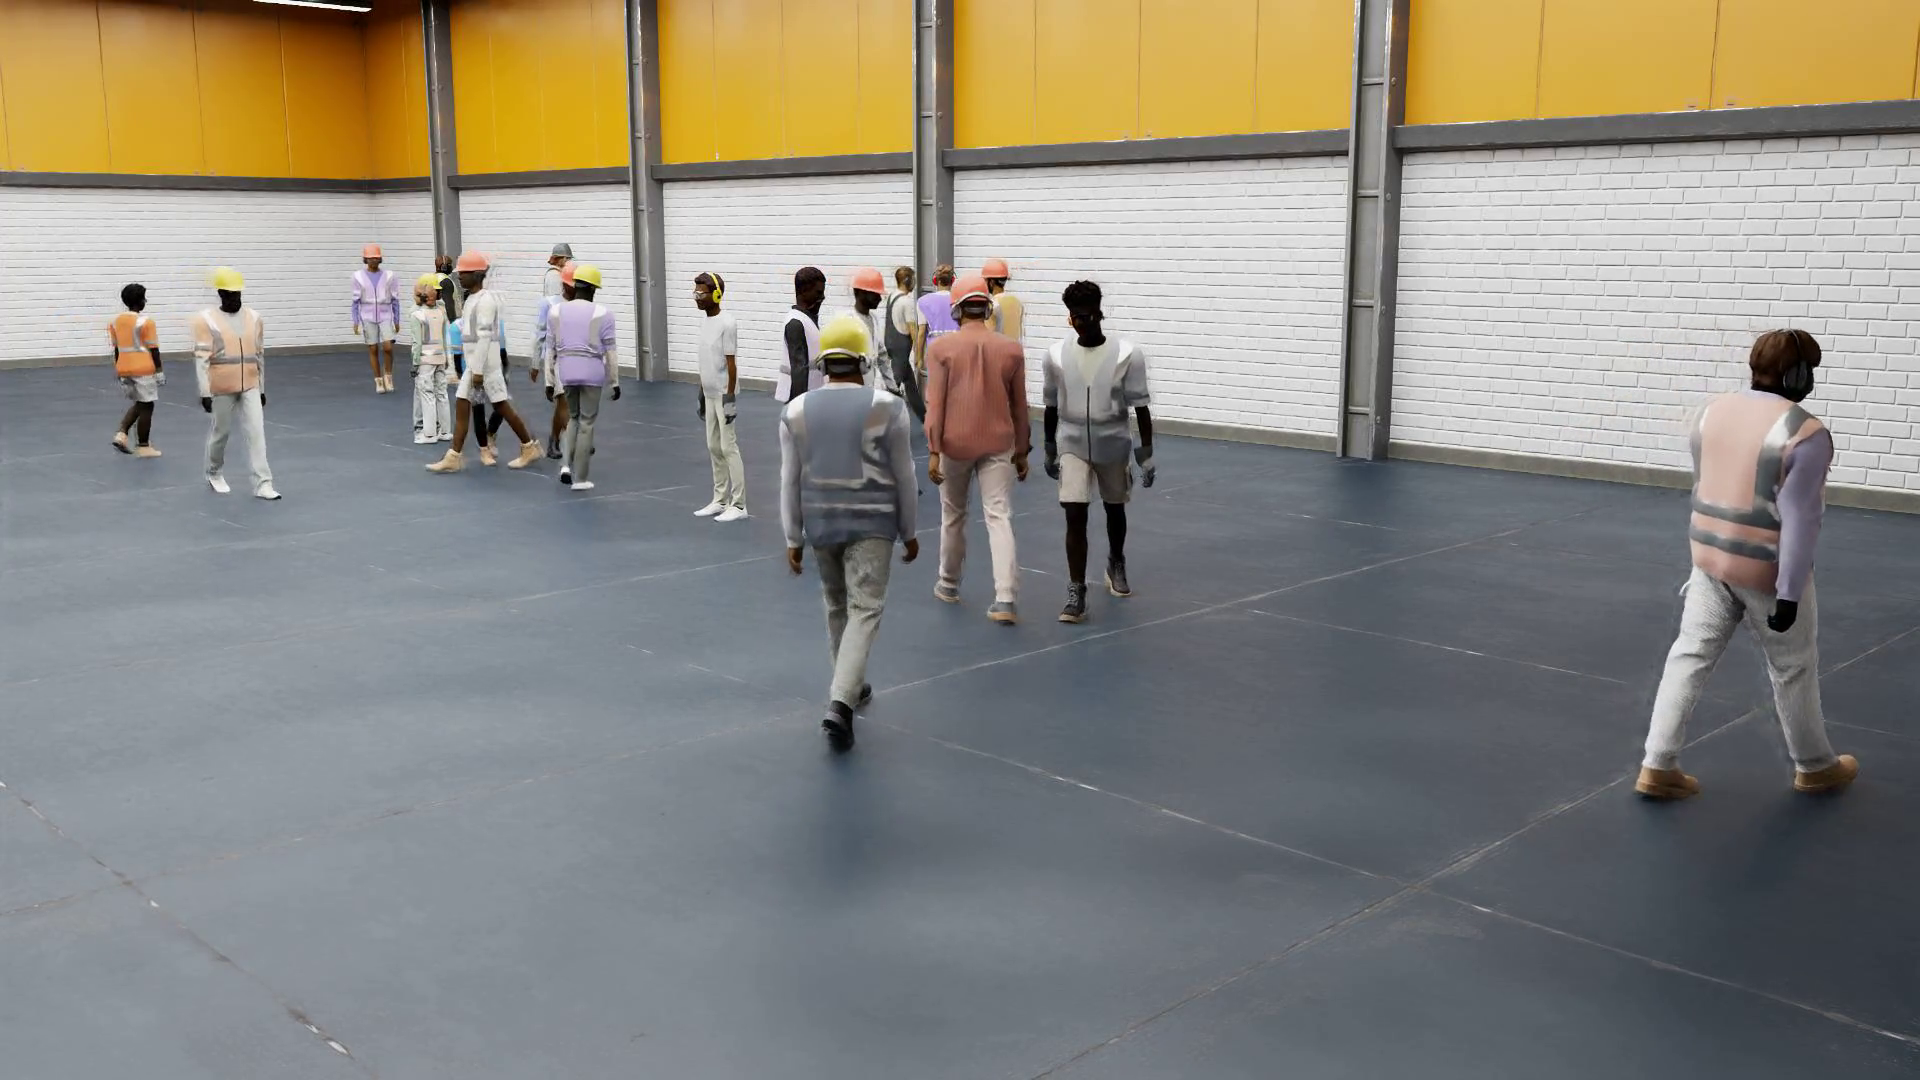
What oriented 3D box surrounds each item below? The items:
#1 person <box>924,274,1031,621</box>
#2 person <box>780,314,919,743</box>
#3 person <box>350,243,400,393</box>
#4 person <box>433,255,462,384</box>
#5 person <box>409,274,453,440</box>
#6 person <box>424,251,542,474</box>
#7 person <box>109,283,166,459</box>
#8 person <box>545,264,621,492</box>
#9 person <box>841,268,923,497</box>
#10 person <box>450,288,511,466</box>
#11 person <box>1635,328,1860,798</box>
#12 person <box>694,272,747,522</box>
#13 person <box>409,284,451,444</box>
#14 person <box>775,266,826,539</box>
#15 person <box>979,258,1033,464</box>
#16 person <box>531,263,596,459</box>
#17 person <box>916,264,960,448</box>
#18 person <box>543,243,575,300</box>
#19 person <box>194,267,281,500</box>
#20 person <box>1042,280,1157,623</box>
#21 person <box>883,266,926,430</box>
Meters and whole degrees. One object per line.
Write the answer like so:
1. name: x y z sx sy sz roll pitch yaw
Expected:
1. person: 0.113 -0.528 9.386 0.648 1.922 0.988 -3 11 -14
2. person: -0.492 -0.059 7.133 0.580 1.804 0.886 3 11 16
3. person: -7.842 -2.959 22.333 0.624 2.018 0.675 -4 11 -22
4. person: -7.415 -3.180 24.028 0.429 1.844 0.627 -8 13 -36
5. person: -5.507 -1.897 17.328 0.332 1.735 0.482 4 11 23
6. person: -4.294 -1.596 14.983 1.050 1.999 0.619 -7 12 -32
7. person: -7.827 -1.601 15.863 0.535 1.688 0.367 5 11 25
8. person: -3.156 -1.351 13.915 0.597 1.893 0.476 2 11 12
9. person: -0.795 -1.214 13.247 1.024 1.880 0.559 4 11 19
10. person: -4.429 -1.511 15.369 0.565 1.670 0.450 -8 13 -36
11. person: 3.000 0.103 6.272 0.953 1.799 0.634 -4 11 -22
12. person: -1.821 -1.068 12.478 0.330 1.861 0.506 -8 13 -36
13. person: -5.438 -1.800 17.050 0.306 1.641 0.523 4 11 20
14. person: -1.105 -0.964 11.752 0.392 1.914 0.588 0 10 0
15. person: 0.366 -1.585 15.097 0.465 1.926 0.568 8 13 39
16. person: -3.676 -1.657 15.645 0.954 1.865 0.599 10 14 43
17. person: -0.151 -1.813 16.563 0.564 1.846 0.390 -2 11 -9
18. person: -5.230 -2.914 22.033 0.535 2.000 0.684 -2 11 -11
19. person: -5.955 -1.283 13.593 0.990 1.882 0.605 9 14 40
20. person: 0.795 -0.536 9.486 0.678 1.899 1.046 2 11 13
21. person: -0.521 -2.005 17.745 0.956 1.789 0.549 -5 12 -26
